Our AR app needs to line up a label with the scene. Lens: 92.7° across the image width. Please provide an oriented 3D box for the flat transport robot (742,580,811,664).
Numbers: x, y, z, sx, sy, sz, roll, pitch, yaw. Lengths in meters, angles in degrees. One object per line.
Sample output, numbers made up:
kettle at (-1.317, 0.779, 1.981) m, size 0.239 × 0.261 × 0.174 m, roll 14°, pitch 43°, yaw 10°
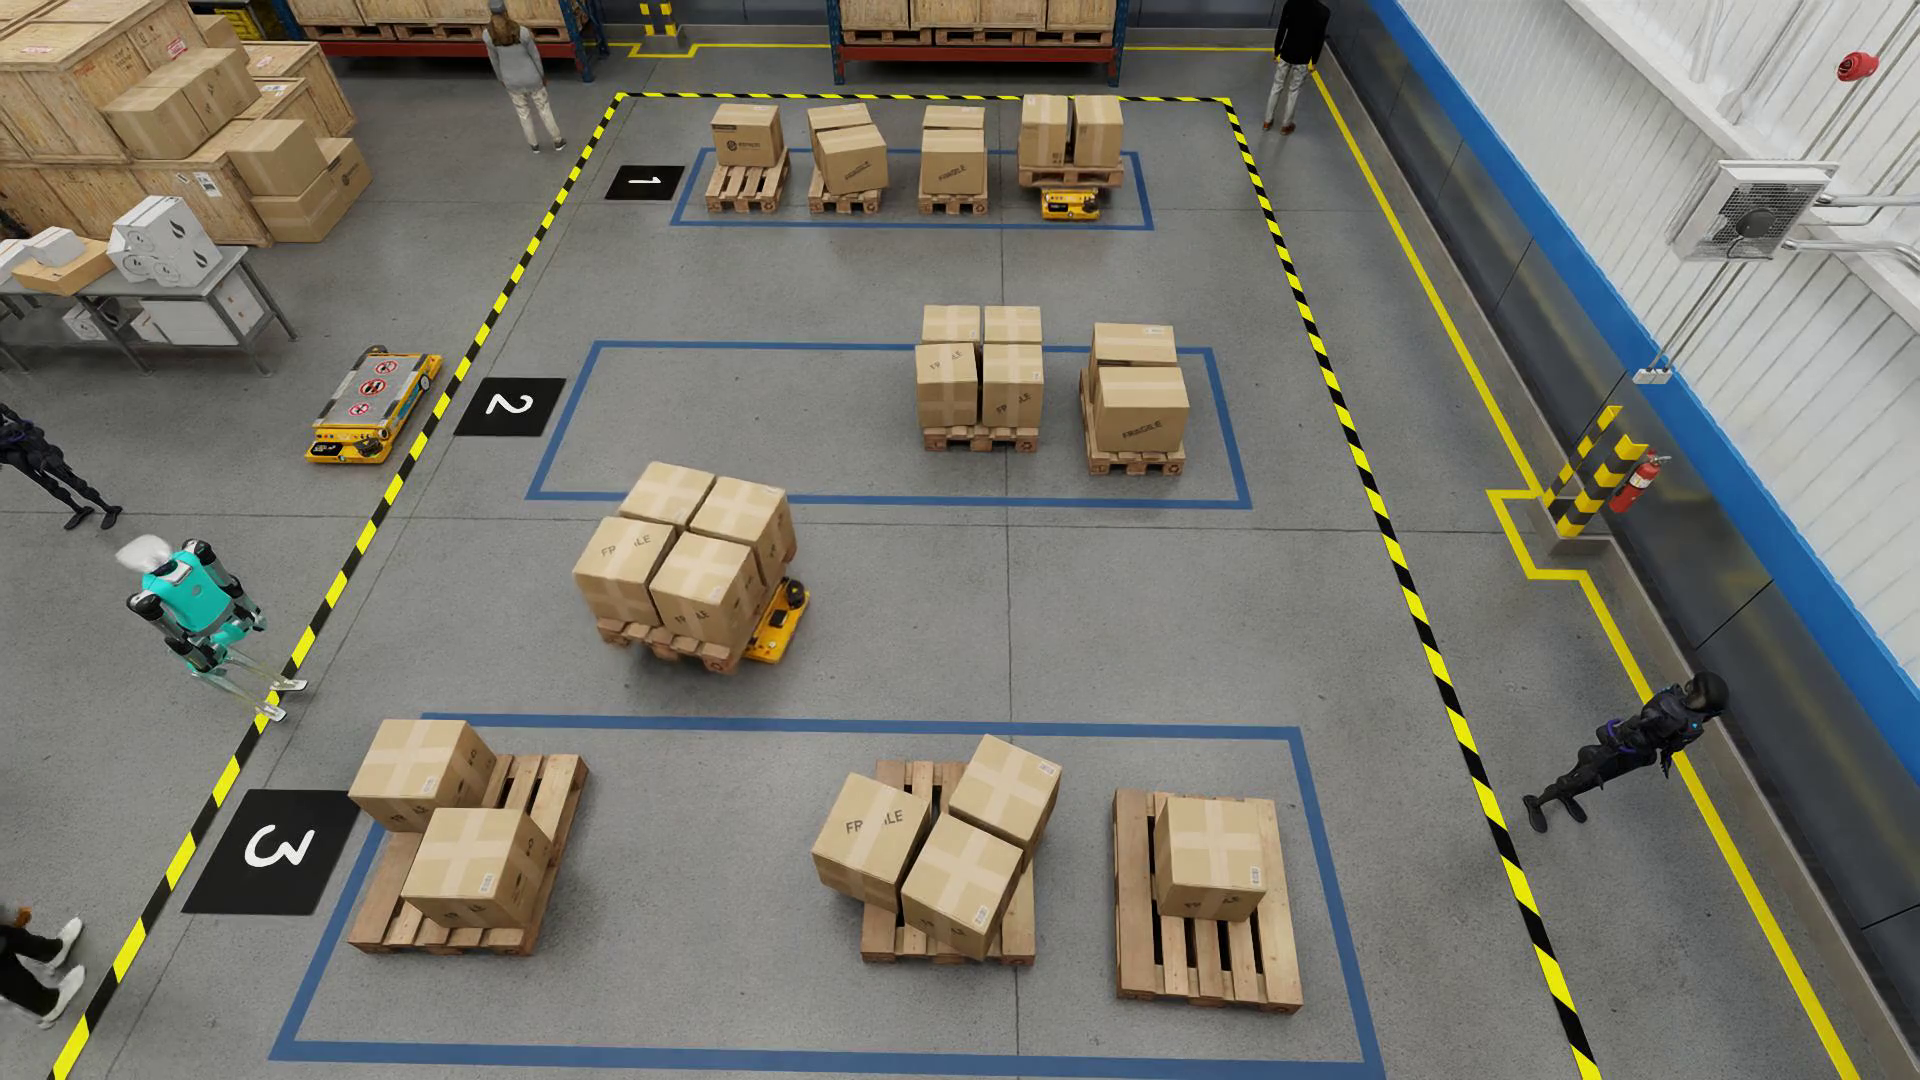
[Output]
flat transport robot at (-1.930, 0.466, 6.955) m, size 1.431 × 0.197 × 0.652 m, roll 13°, pitch 51°, yaw 10°

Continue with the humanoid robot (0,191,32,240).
humanoid robot at (-10.230, -3.573, 9.480) m, size 0.668 × 1.636 × 0.584 m, roll 2°, pitch 50°, yaw 2°

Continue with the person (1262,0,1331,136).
person at (4.187, -6.033, 11.413) m, size 0.589 × 1.883 × 0.364 m, roll 27°, pitch 55°, yaw 21°

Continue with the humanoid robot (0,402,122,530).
humanoid robot at (-7.195, -0.691, 7.019) m, size 0.599 × 1.657 × 0.315 m, roll 2°, pitch 50°, yaw 2°

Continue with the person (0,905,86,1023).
person at (-5.185, 1.920, 4.715) m, size 0.619 × 1.829 × 0.699 m, roll -2°, pitch 50°, yaw -2°

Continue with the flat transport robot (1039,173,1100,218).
flat transport robot at (1.291, -4.329, 11.012) m, size 0.652 × 0.197 × 1.431 m, roll 1°, pitch 50°, yaw 1°

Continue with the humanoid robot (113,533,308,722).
humanoid robot at (-4.862, 0.559, 5.847) m, size 0.735 × 1.673 × 0.533 m, roll 9°, pitch 50°, yaw 8°

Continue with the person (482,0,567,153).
person at (-5.319, -5.609, 11.128) m, size 0.564 × 1.769 × 0.394 m, roll -8°, pitch 50°, yaw -7°

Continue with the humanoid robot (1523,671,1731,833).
humanoid robot at (3.924, 1.253, 5.377) m, size 0.599 × 1.653 × 0.315 m, roll -7°, pitch 50°, yaw -6°

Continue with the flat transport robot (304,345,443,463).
flat transport robot at (-5.383, -1.269, 8.441) m, size 0.659 × 0.231 × 1.431 m, roll 1°, pitch 50°, yaw 1°
